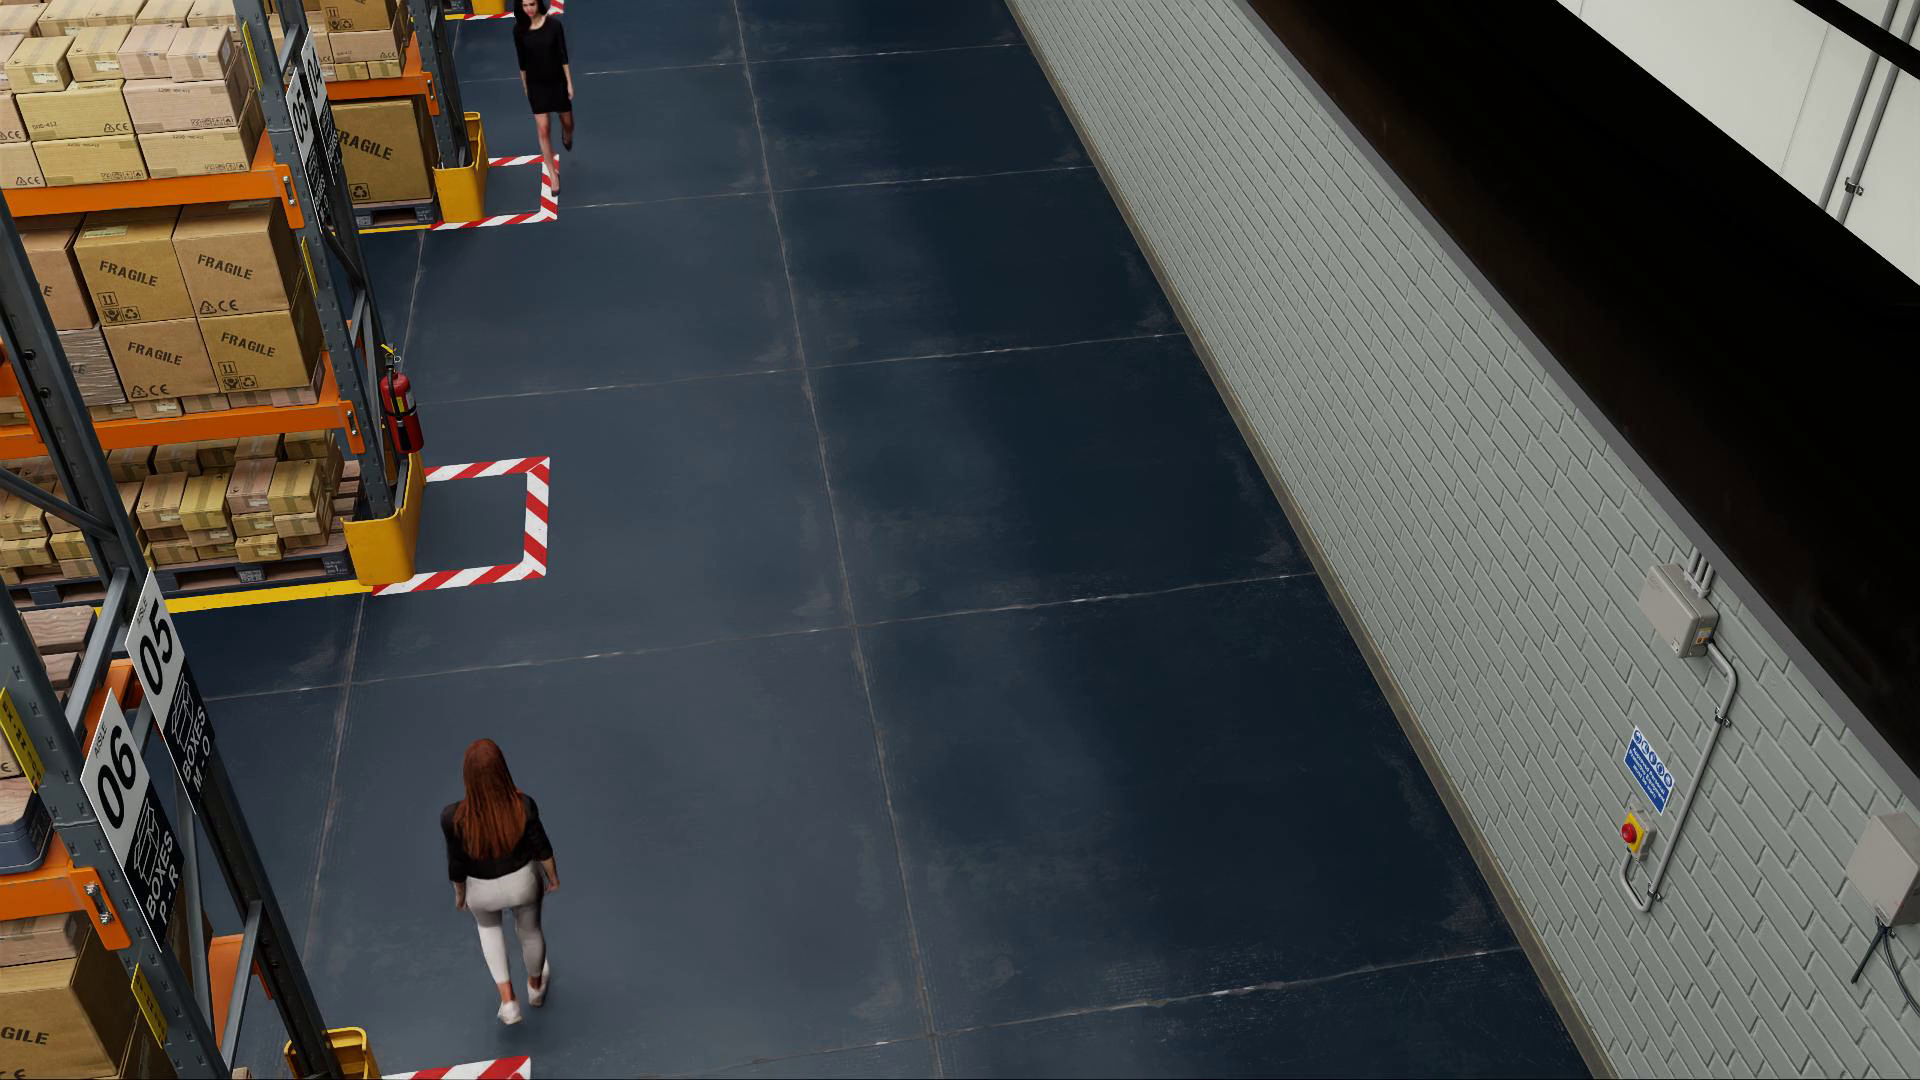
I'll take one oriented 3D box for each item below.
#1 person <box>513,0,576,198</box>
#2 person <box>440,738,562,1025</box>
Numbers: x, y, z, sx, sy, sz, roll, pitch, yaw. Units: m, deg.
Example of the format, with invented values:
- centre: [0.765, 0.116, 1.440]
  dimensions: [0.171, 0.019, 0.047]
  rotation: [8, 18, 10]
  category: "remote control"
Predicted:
- centre: [-3.562, -3.935, 14.465]
  dimensions: [0.974, 1.774, 0.660]
  rotation: [-7, 39, -9]
  category: "person"
- centre: [-2.050, 1.592, 7.463]
  dimensions: [0.666, 1.697, 0.690]
  rotation: [-8, 39, -10]
  category: "person"
